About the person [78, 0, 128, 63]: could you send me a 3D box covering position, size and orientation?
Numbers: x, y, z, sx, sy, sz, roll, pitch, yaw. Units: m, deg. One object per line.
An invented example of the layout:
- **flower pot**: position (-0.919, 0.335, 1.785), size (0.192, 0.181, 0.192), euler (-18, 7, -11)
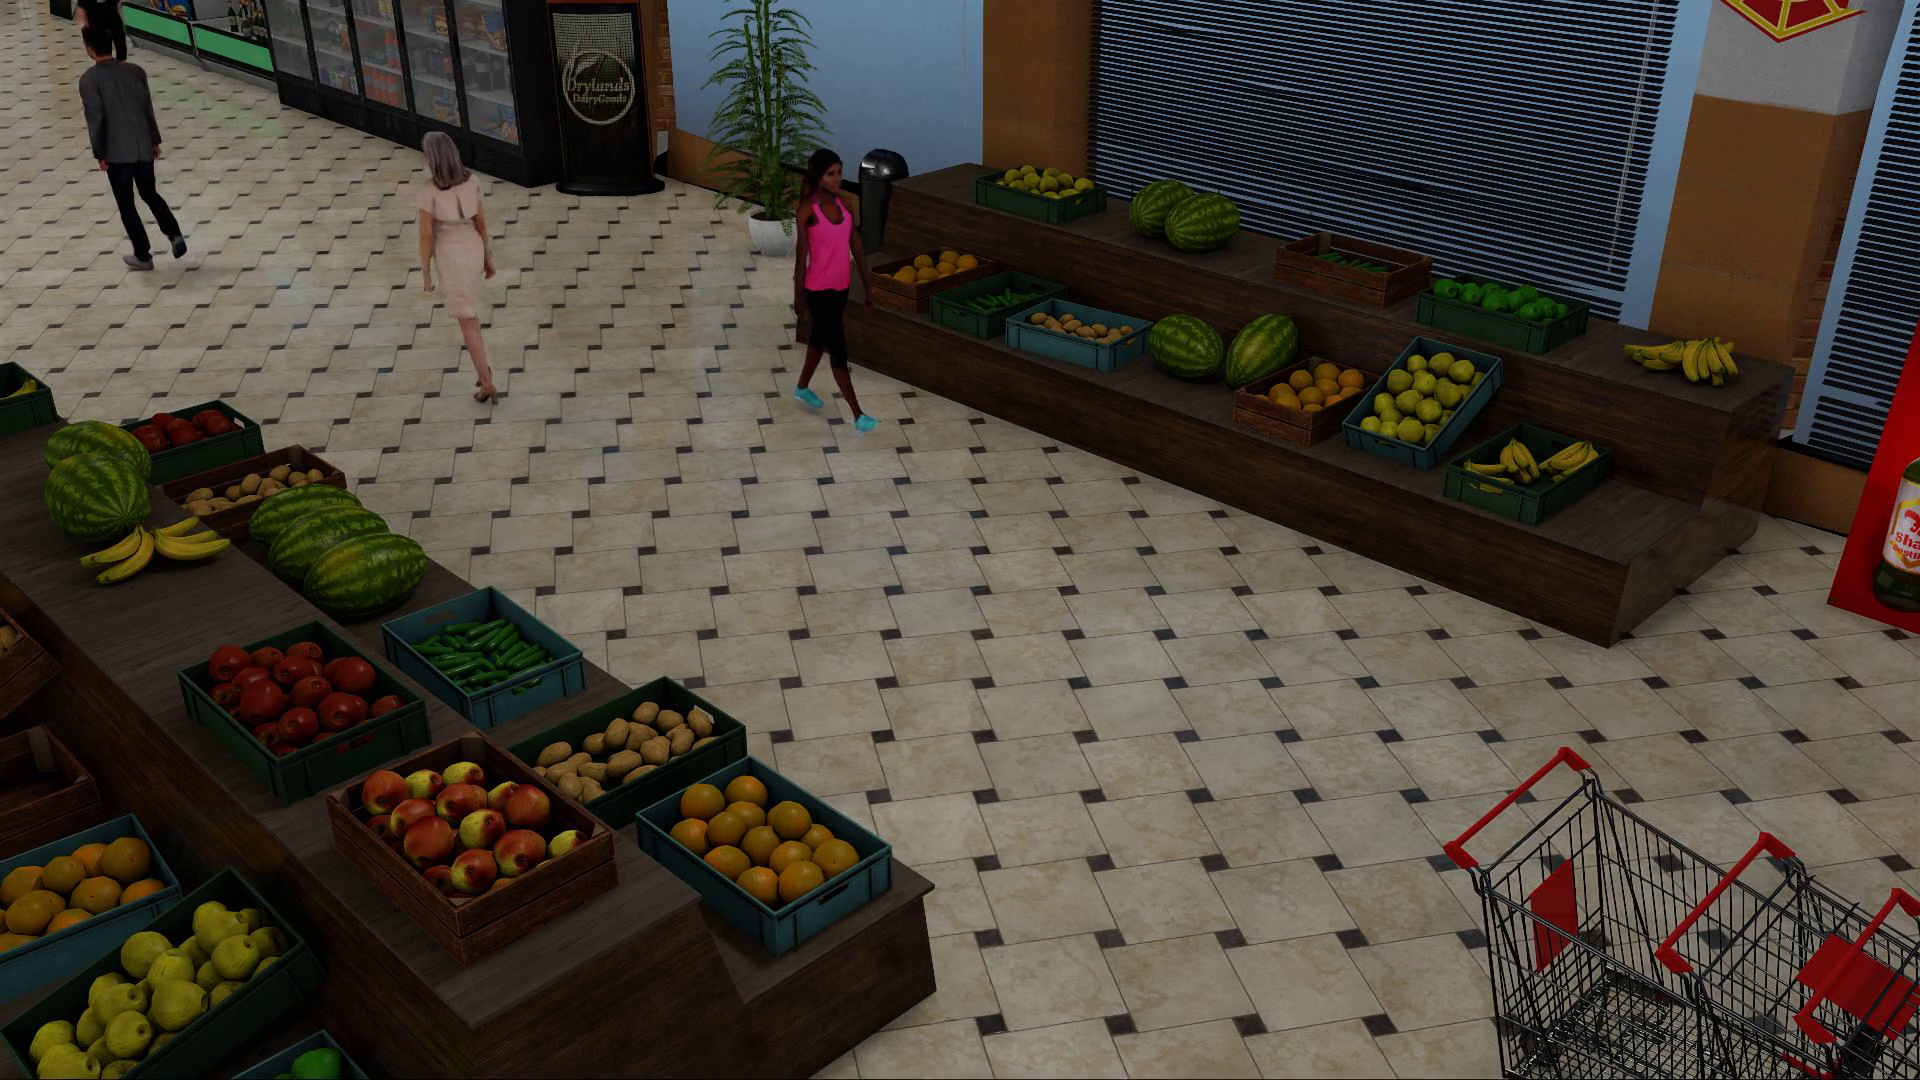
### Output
- **person**: position (-9.597, -5.838, 18.574), size (0.645, 1.702, 0.679), euler (-20, 33, -34)

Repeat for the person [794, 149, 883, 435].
- **person**: position (-0.852, -1.505, 10.068), size (0.633, 1.667, 1.131), euler (-22, 34, -36)

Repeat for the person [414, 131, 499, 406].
- **person**: position (-3.024, -1.640, 10.273), size (0.629, 1.722, 0.607), euler (22, 34, 37)

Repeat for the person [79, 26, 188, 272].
- **person**: position (-6.328, -2.971, 12.750), size (0.876, 1.856, 0.779), euler (17, 32, 30)
